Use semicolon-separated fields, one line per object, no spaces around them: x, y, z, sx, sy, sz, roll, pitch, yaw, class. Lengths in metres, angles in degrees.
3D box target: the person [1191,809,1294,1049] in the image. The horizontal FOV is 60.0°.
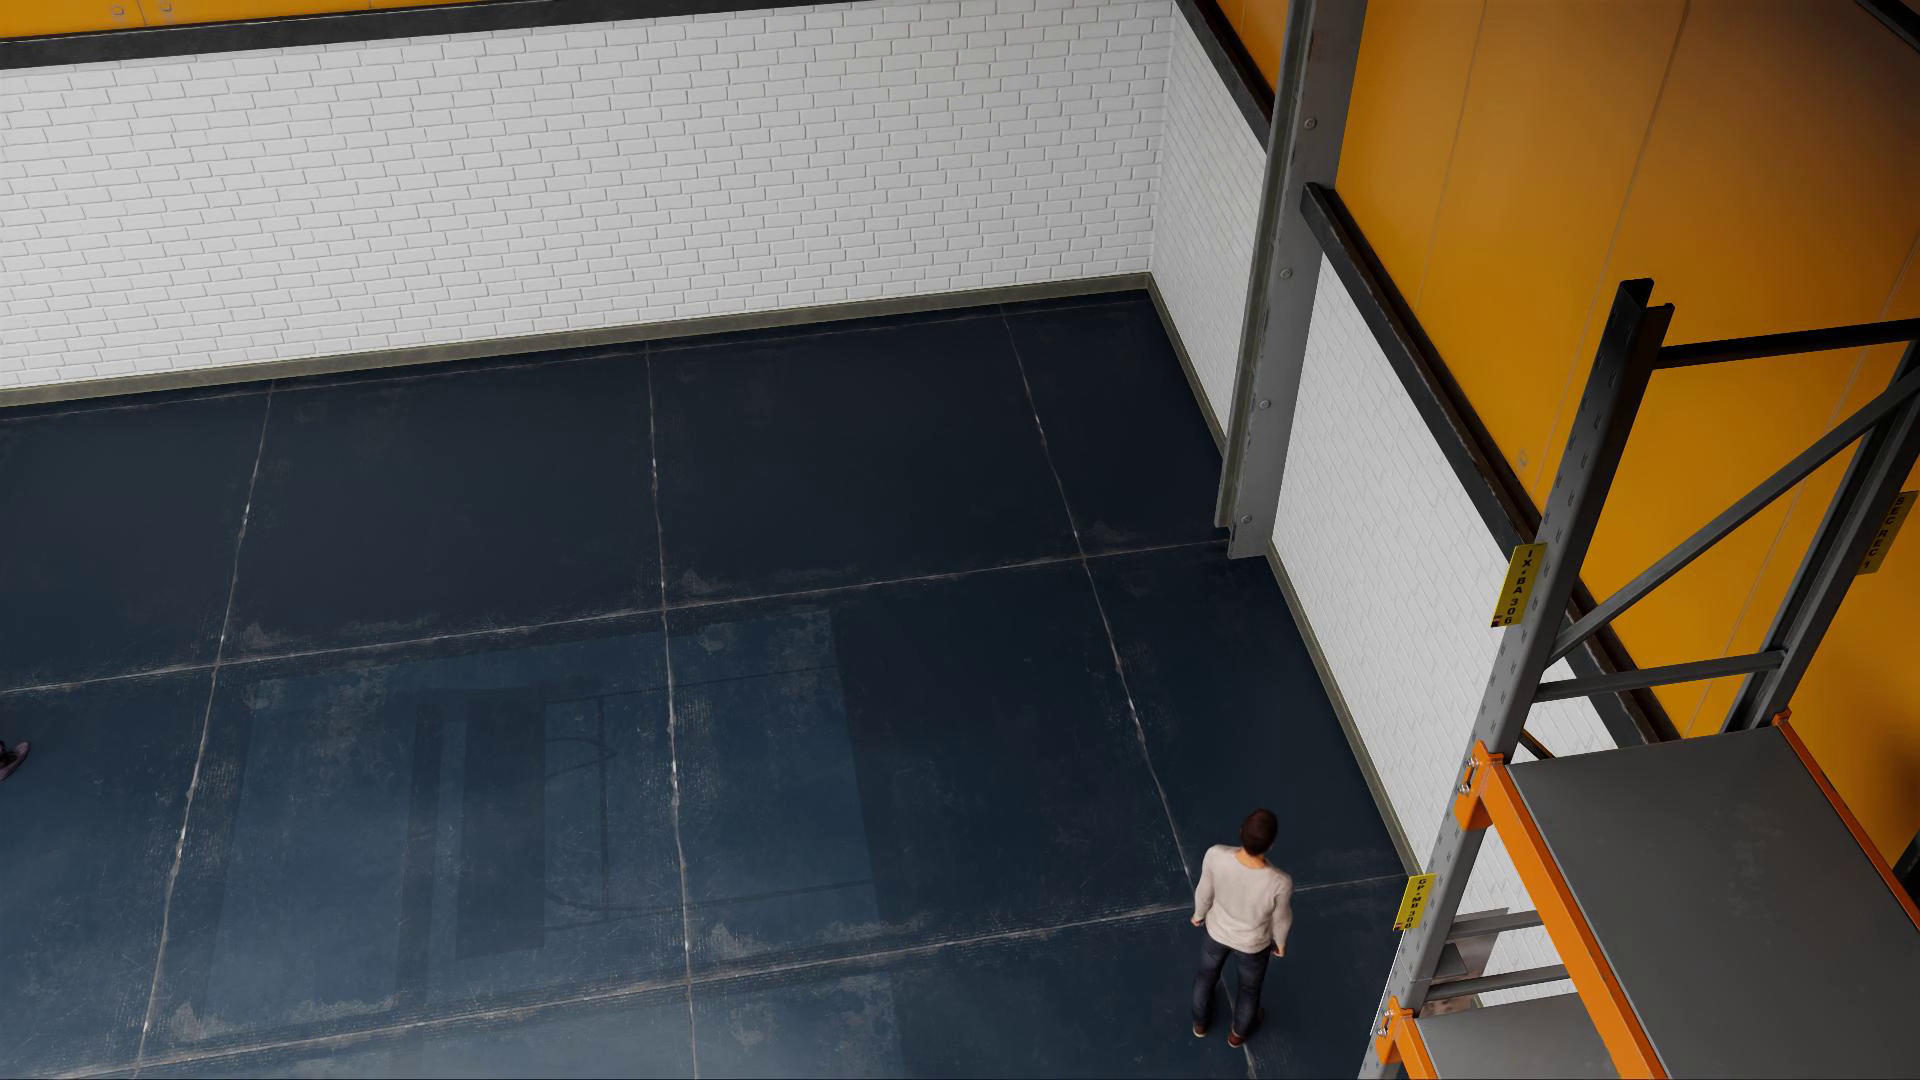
1.439;2.032;8.628;0.744;1.865;0.760;18;46;18;person
